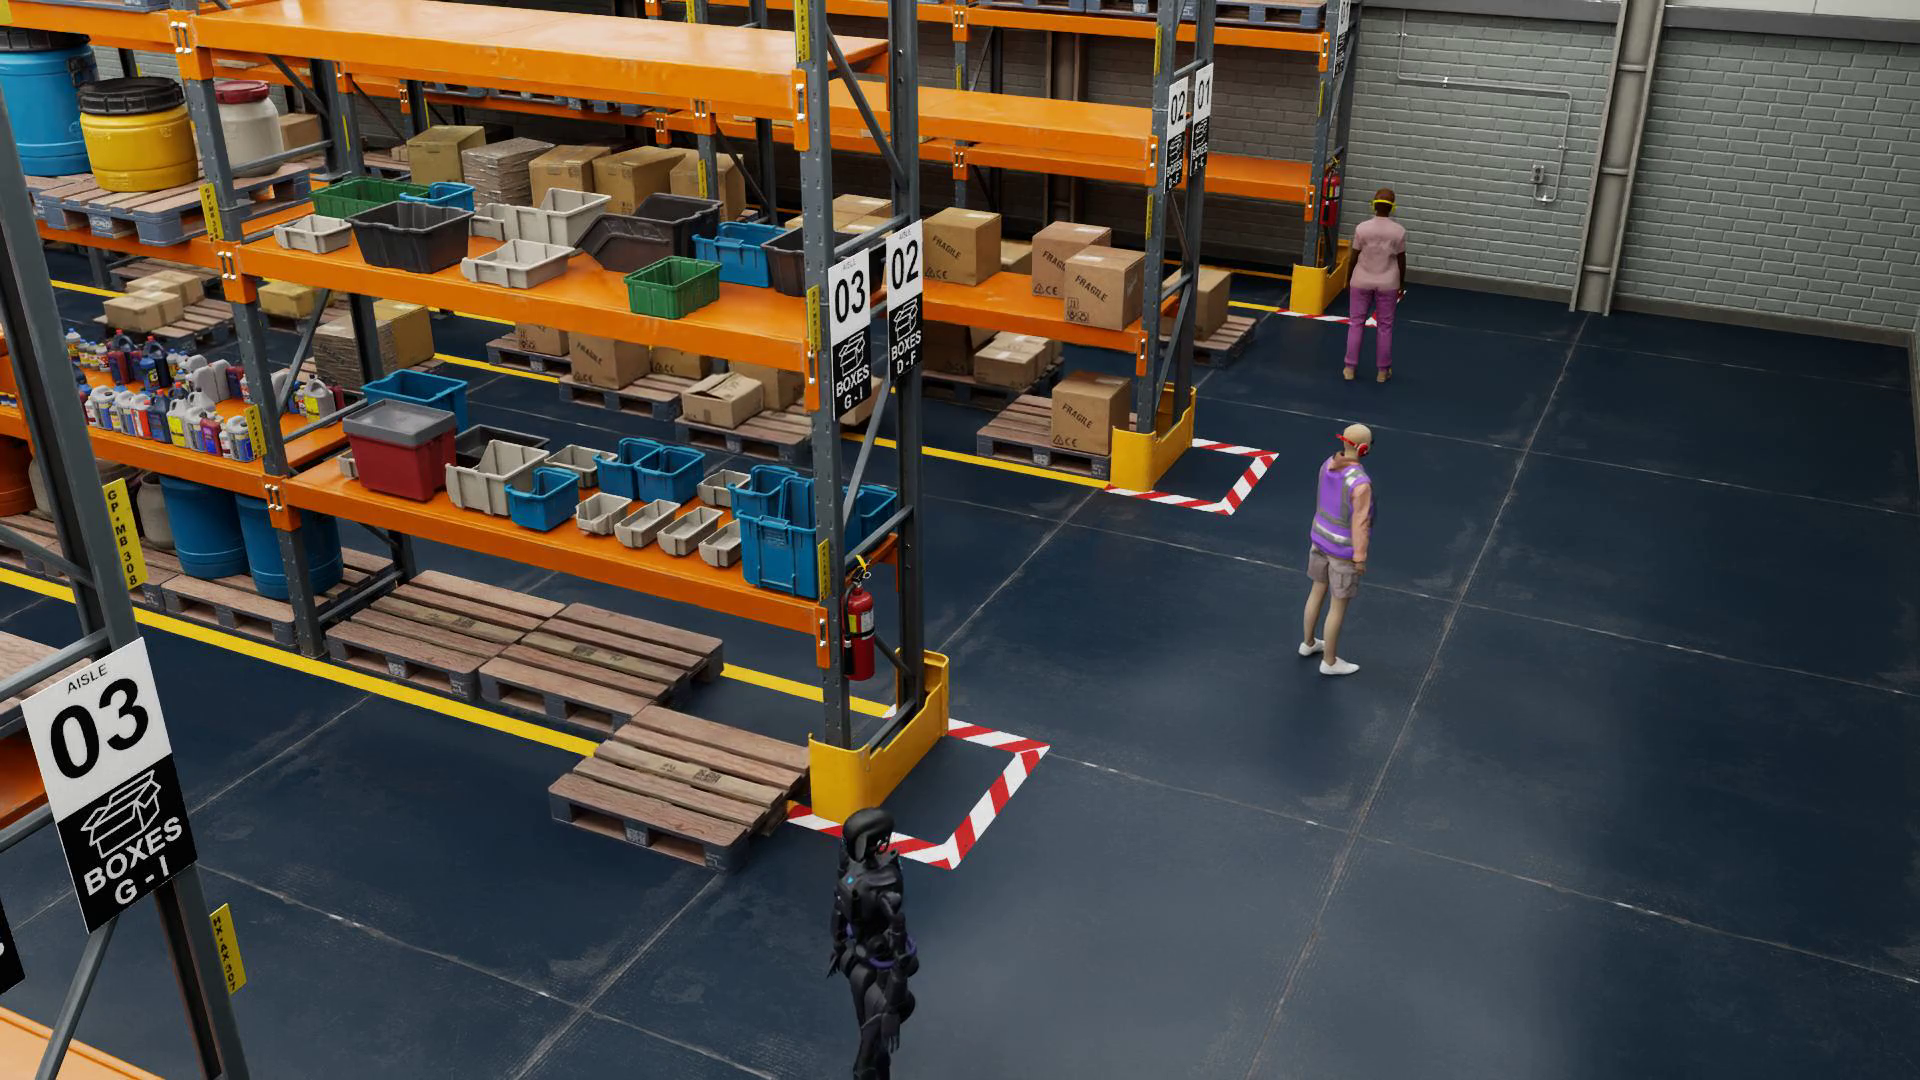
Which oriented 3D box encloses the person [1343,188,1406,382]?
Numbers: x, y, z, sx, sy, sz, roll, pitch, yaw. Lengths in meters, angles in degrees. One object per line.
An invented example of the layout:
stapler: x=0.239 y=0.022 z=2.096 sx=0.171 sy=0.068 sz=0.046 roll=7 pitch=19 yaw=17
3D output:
person: x=3.823 y=-2.344 z=15.324 sx=0.536 sy=1.800 sz=0.331 roll=7 pitch=27 yaw=14

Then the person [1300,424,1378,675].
person: x=2.414 y=0.055 z=10.594 sx=0.348 sy=1.688 sz=0.489 roll=-10 pitch=28 yaw=-19

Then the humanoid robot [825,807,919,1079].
humanoid robot: x=-0.369 y=1.822 z=7.022 sx=0.344 sy=1.645 sz=0.590 roll=-15 pitch=30 yaw=-28
